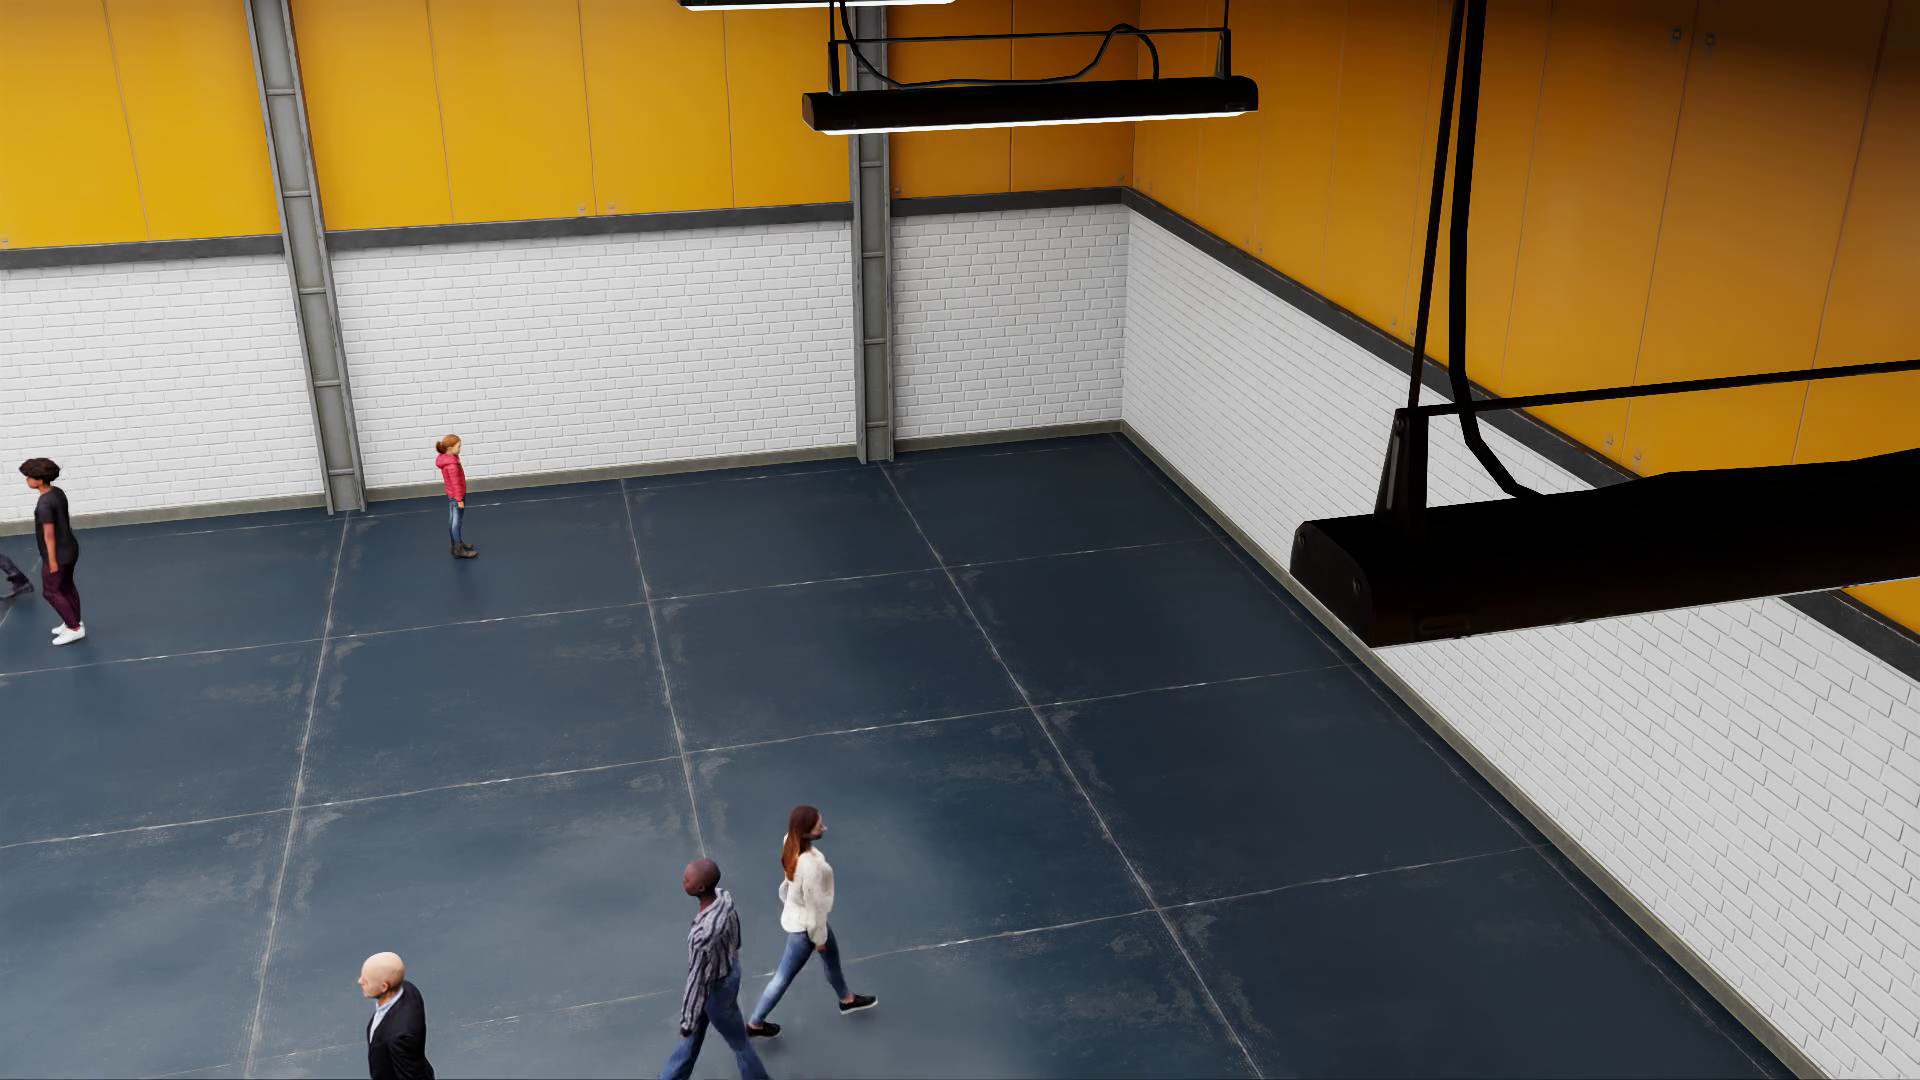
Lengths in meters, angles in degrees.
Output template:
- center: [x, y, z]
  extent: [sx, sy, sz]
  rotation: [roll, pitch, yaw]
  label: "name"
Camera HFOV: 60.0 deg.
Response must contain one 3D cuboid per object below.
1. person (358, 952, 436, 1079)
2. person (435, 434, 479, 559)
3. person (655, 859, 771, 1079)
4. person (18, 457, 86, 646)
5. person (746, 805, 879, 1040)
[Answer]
- center: [-2.907, 2.918, 8.748]
  extent: [0.617, 1.800, 0.716]
  rotation: [-9, 25, -20]
  label: "person"
- center: [-5.195, -0.458, 17.078]
  extent: [0.544, 1.314, 0.548]
  rotation: [-11, 26, -23]
  label: "person"
- center: [-1.287, 2.601, 9.523]
  extent: [1.162, 1.760, 0.858]
  rotation: [0, 24, 1]
  label: "person"
- center: [-8.256, 0.068, 15.295]
  extent: [0.622, 1.779, 0.639]
  rotation: [-5, 24, -12]
  label: "person"
- center: [-1.025, 2.384, 10.163]
  extent: [1.131, 1.645, 0.696]
  rotation: [-9, 25, -21]
  label: "person"
